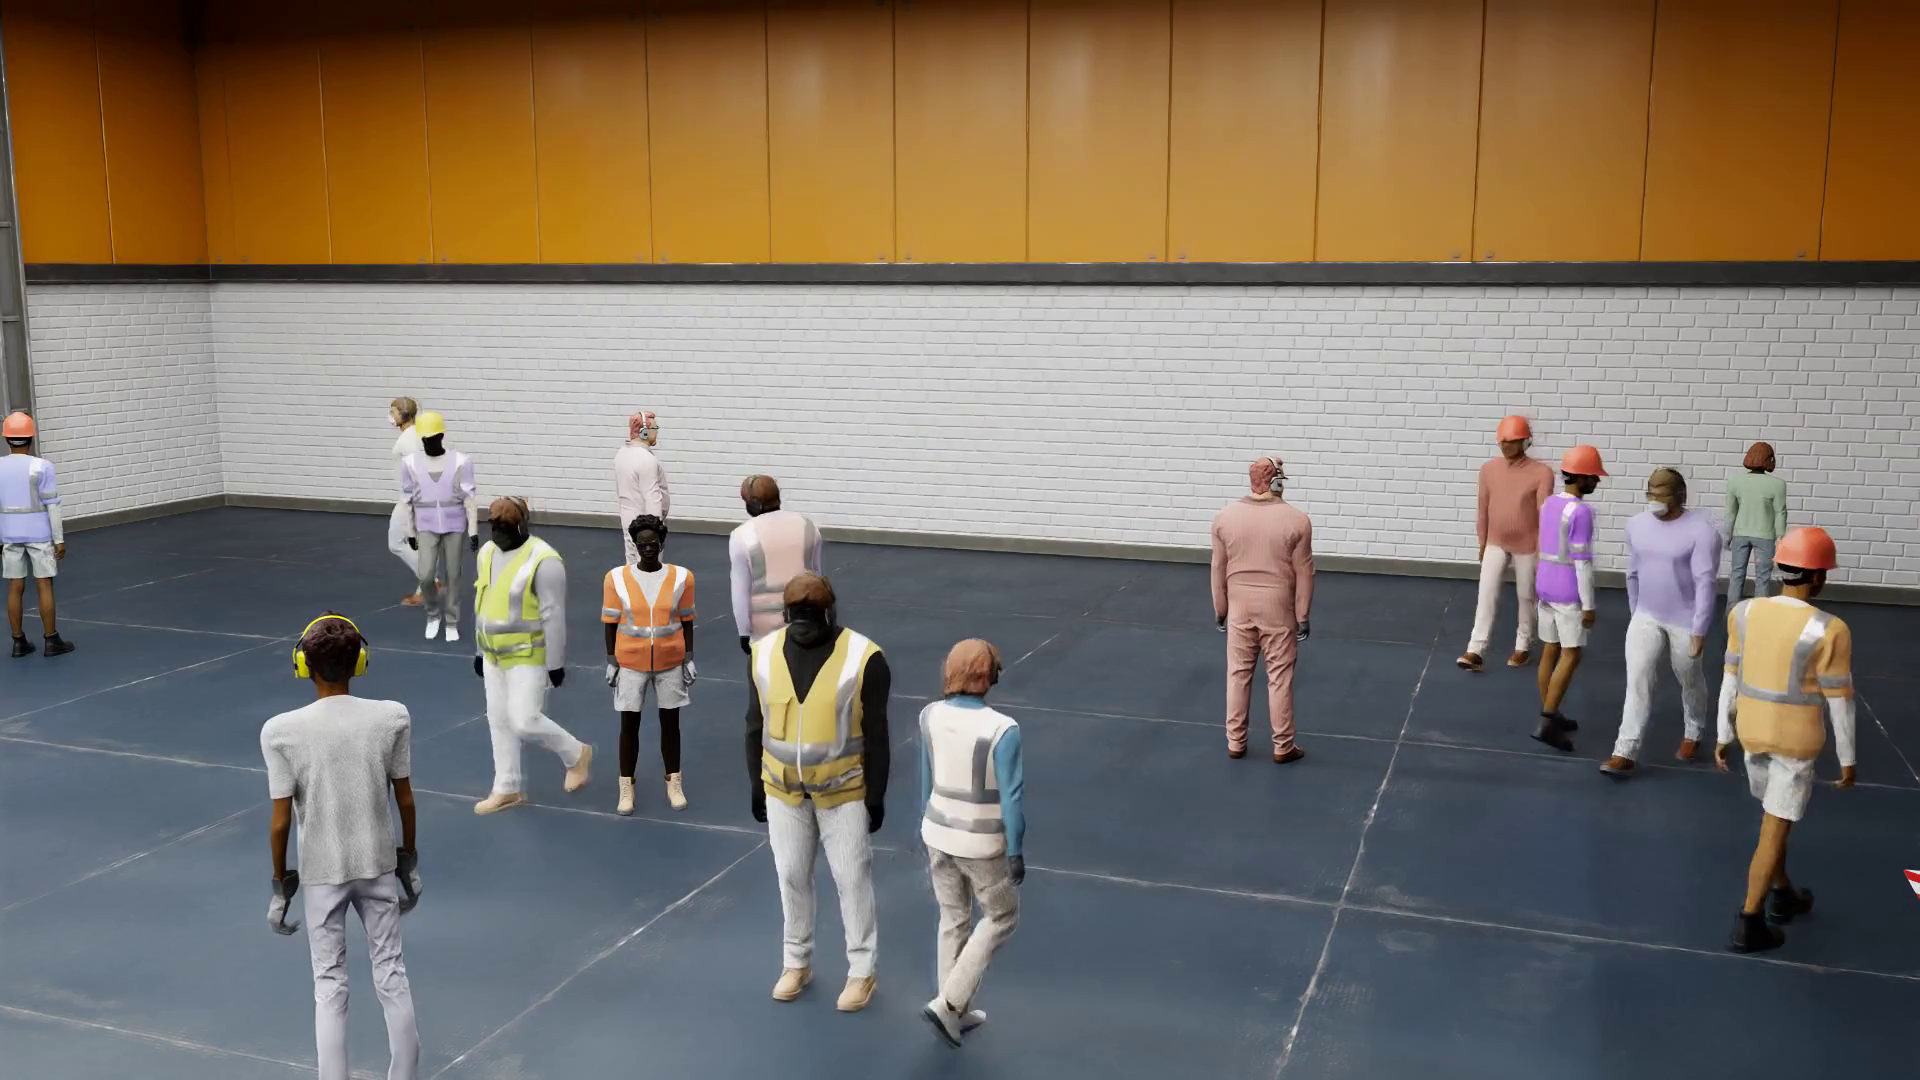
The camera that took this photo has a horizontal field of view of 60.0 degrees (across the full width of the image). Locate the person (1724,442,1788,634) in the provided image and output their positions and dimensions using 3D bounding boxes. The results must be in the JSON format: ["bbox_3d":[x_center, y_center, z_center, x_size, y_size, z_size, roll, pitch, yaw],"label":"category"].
[{"bbox_3d":[6.612,-0.003,13.842,0.279,1.634,0.498,-9,13,-43],"label":"person"}]

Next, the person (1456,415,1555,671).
[{"bbox_3d":[4.134,0.043,12.558,0.636,1.947,0.975,8,12,40],"label":"person"}]

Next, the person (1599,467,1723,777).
[{"bbox_3d":[4.300,0.485,10.071,1.056,1.886,0.654,-7,12,-39],"label":"person"}]

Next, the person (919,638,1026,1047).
[{"bbox_3d":[0.008,1.190,6.485,0.553,1.618,0.430,8,12,40],"label":"person"}]

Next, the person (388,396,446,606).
[{"bbox_3d":[-4.954,-0.338,15.006,0.426,1.926,0.624,-1,9,-8],"label":"person"}]

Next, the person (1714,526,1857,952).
[{"bbox_3d":[3.798,0.882,7.509,0.836,1.903,0.563,-5,10,-28],"label":"person"}]

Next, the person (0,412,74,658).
[{"bbox_3d":[-7.336,-0.037,13.101,0.551,1.942,0.340,0,9,-3],"label":"person"}]

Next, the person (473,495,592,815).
[{"bbox_3d":[-2.434,0.632,9.358,0.635,1.819,0.568,8,12,39],"label":"person"}]

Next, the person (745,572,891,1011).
[{"bbox_3d":[-0.594,1.028,6.870,0.626,1.832,0.434,2,9,14],"label":"person"}]

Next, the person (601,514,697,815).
[{"bbox_3d":[-1.737,0.691,9.341,0.531,1.698,0.320,-3,9,-15],"label":"person"}]

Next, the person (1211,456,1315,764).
[{"bbox_3d":[1.883,0.431,10.322,0.643,1.905,0.400,5,10,27],"label":"person"}]

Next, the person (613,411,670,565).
[{"bbox_3d":[-2.570,-0.104,13.627,0.409,1.906,0.652,-6,11,-33],"label":"person"}]

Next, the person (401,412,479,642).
[{"bbox_3d":[-4.245,-0.101,13.616,0.600,1.905,0.437,-2,9,-14],"label":"person"}]

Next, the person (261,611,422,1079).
[{"bbox_3d":[-2.154,1.173,5.818,0.521,1.873,0.335,-5,10,-29],"label":"person"}]

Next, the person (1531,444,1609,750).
[{"bbox_3d":[3.866,0.346,10.747,0.542,1.938,0.720,-1,9,-8],"label":"person"}]

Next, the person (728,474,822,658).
[{"bbox_3d":[-1.089,0.498,10.186,0.655,1.809,0.716,-5,11,-29],"label":"person"}]
